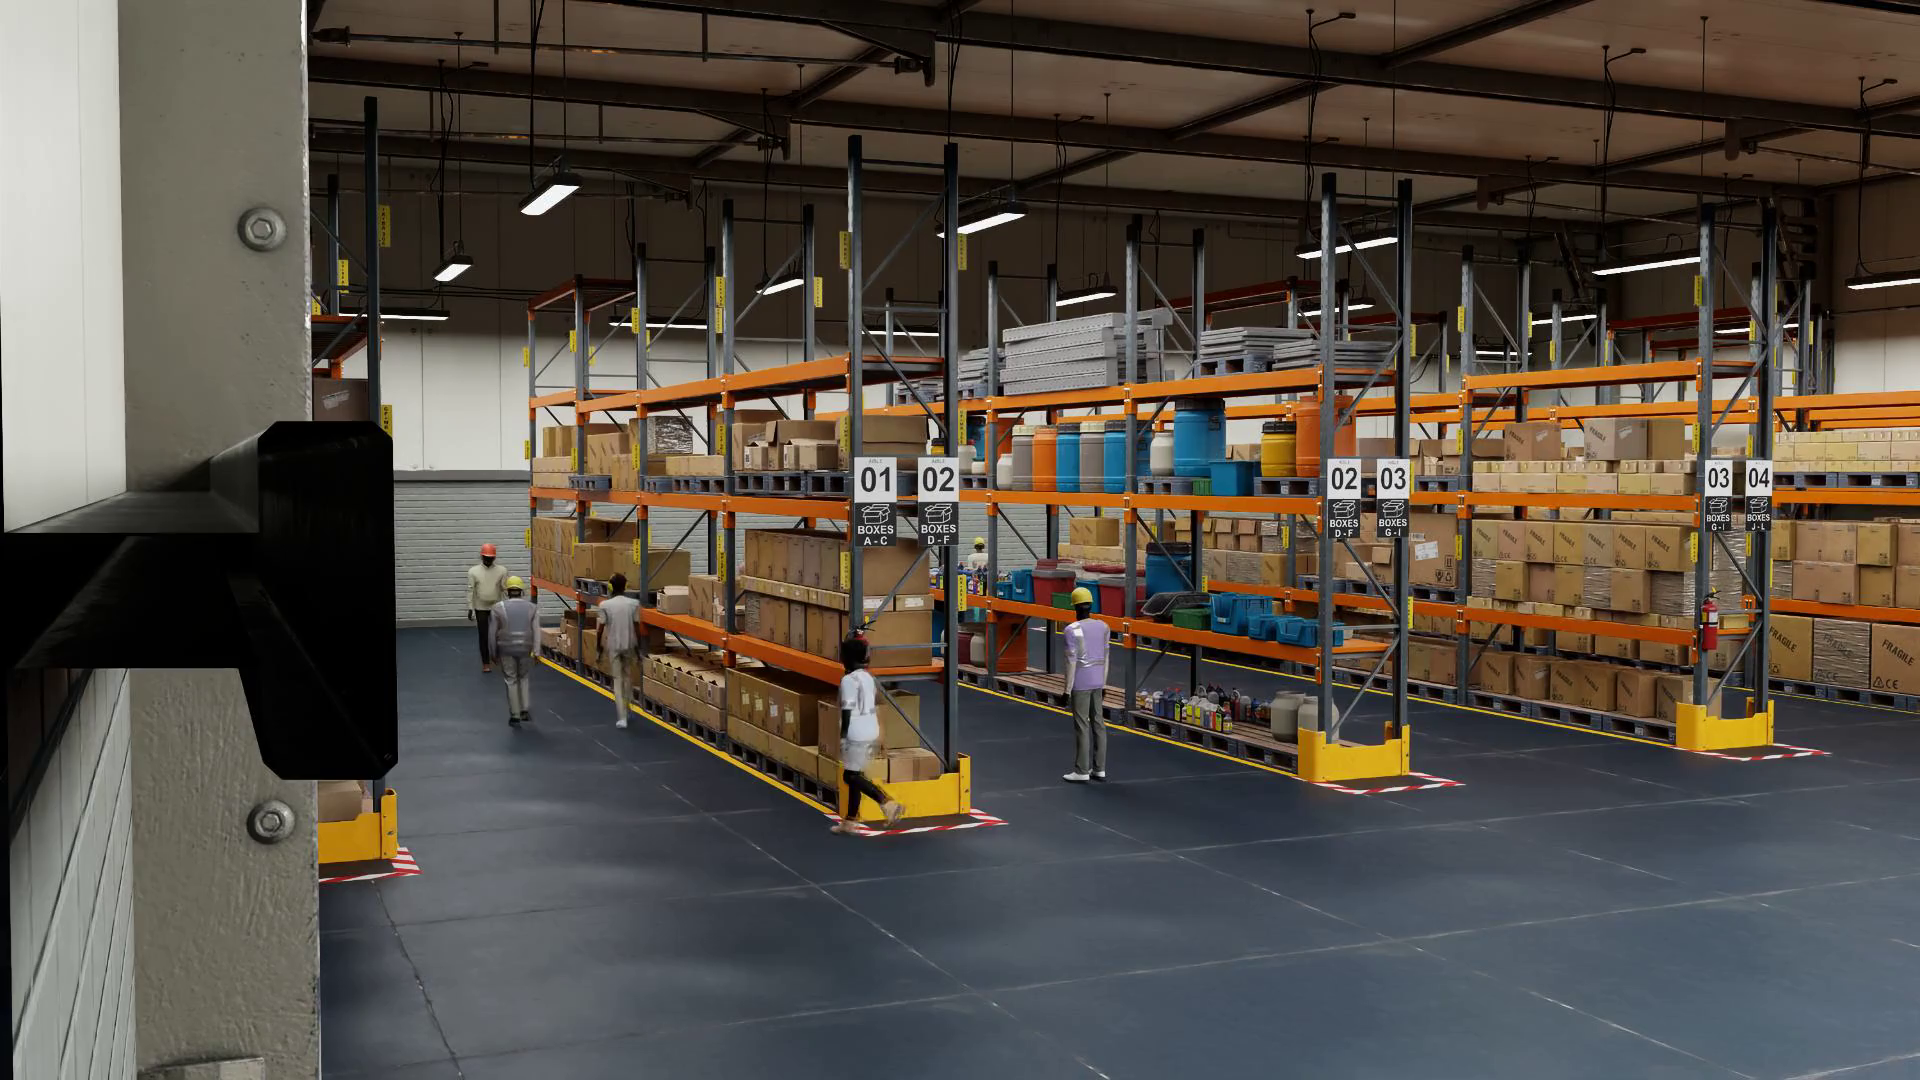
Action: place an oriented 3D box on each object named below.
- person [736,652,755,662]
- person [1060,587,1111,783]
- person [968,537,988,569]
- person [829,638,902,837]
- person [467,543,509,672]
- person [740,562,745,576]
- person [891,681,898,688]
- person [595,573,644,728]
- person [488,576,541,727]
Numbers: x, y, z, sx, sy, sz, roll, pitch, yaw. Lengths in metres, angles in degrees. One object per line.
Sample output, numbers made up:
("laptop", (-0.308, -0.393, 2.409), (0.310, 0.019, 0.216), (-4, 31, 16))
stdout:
("person", (-2.899, 1.335, 24.280), (0.504, 1.608, 0.664), (-1, 2, -28))
("person", (1.233, 1.431, 17.770), (0.585, 1.921, 0.383), (-2, 3, -40))
("person", (0.385, 0.833, 35.478), (0.524, 1.759, 0.337), (-1, 2, -21))
("person", (-0.780, 1.662, 15.066), (0.605, 1.669, 0.562), (1, 2, 20))
("person", (-7.229, 1.034, 27.440), (0.638, 1.974, 0.459), (-1, 2, -18))
("person", (-3.383, 0.969, 29.941), (0.605, 1.908, 0.424), (0, 2, -2))
("person", (-1.120, 1.234, 25.136), (0.531, 1.746, 0.723), (-1, 2, -25))
("person", (-4.135, 1.321, 21.631), (0.549, 1.835, 0.858), (-1, 2, -22))
("person", (-5.411, 1.338, 21.707), (0.588, 1.807, 0.556), (-1, 2, -29))
